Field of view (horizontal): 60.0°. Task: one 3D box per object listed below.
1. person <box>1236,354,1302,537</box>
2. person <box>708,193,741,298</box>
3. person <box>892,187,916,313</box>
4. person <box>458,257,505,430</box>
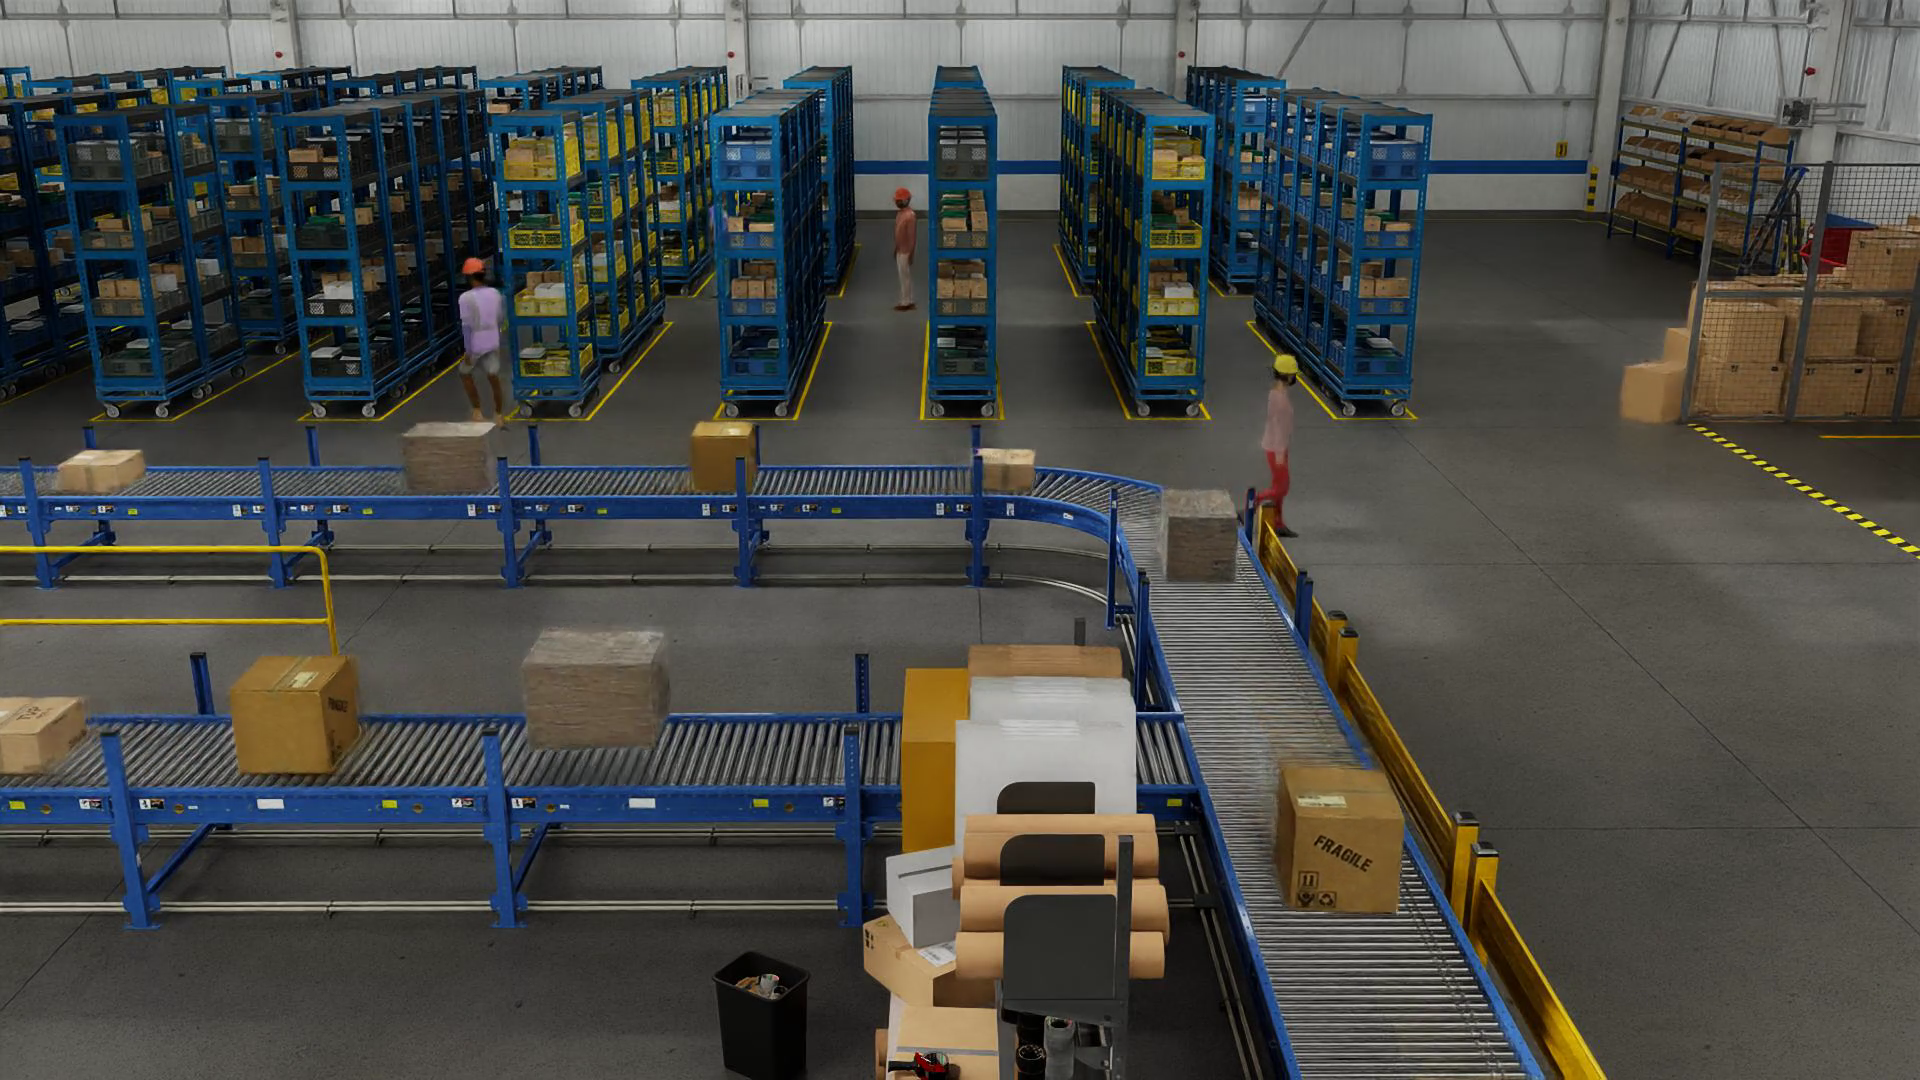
[{"bbox_3d":[2.910,-0.856,15.426,0.499,1.752,0.546,3,18,10],"label":"person"},{"bbox_3d":[-3.917,-4.950,27.983,0.671,1.802,0.387,5,19,16],"label":"person"},{"bbox_3d":[-0.908,-4.678,26.829,0.384,1.996,0.616,-7,19,-21],"label":"person"},{"bbox_3d":[-5.617,-2.283,19.394,0.636,2.021,0.616,13,22,34],"label":"person"}]
